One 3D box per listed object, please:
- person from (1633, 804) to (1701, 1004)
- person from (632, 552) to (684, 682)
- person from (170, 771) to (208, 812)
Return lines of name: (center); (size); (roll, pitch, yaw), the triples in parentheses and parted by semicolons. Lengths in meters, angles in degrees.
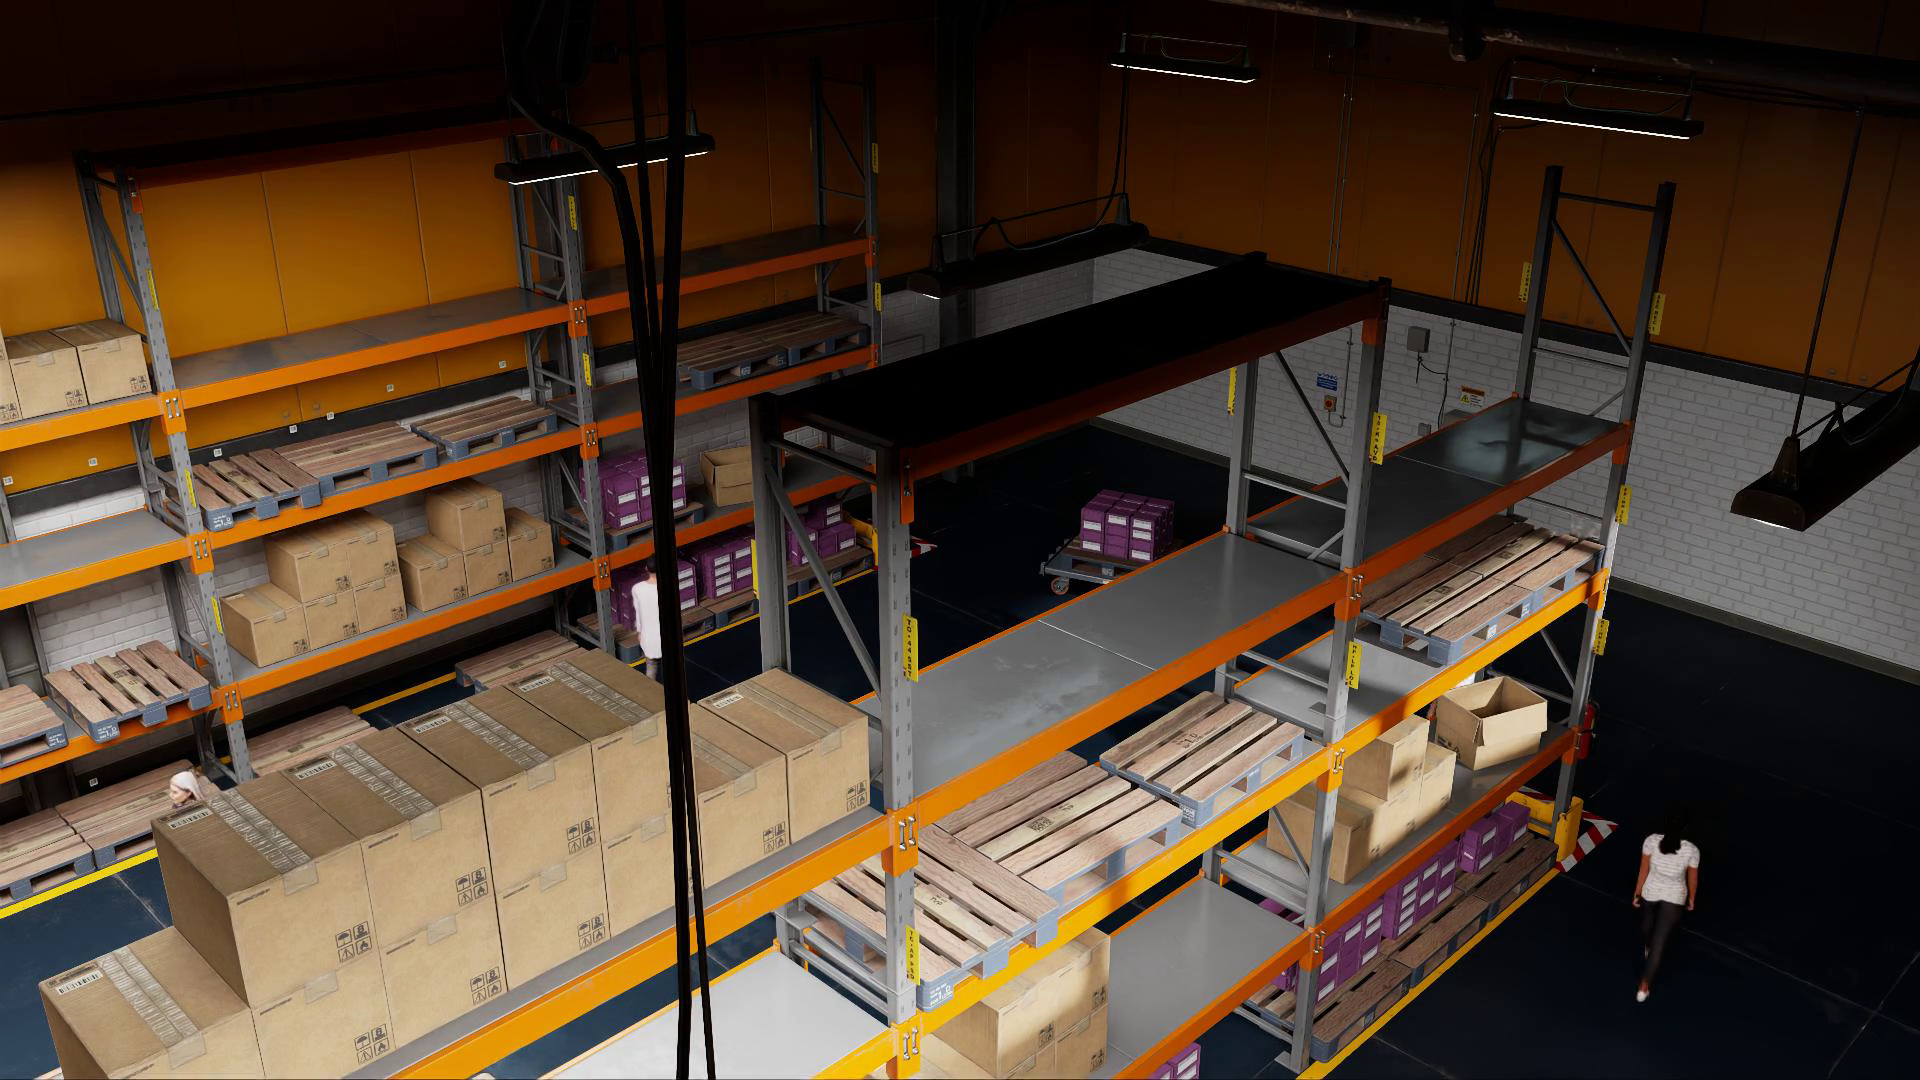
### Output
person: (5.438, 2.830, 12.903); (0.771, 1.598, 1.177); (14, 27, 28)
person: (-3.054, 0.976, 16.845); (0.745, 1.838, 0.760); (4, 24, 10)
person: (-6.019, 2.566, 13.398); (0.622, 1.685, 0.623); (20, 30, 38)
